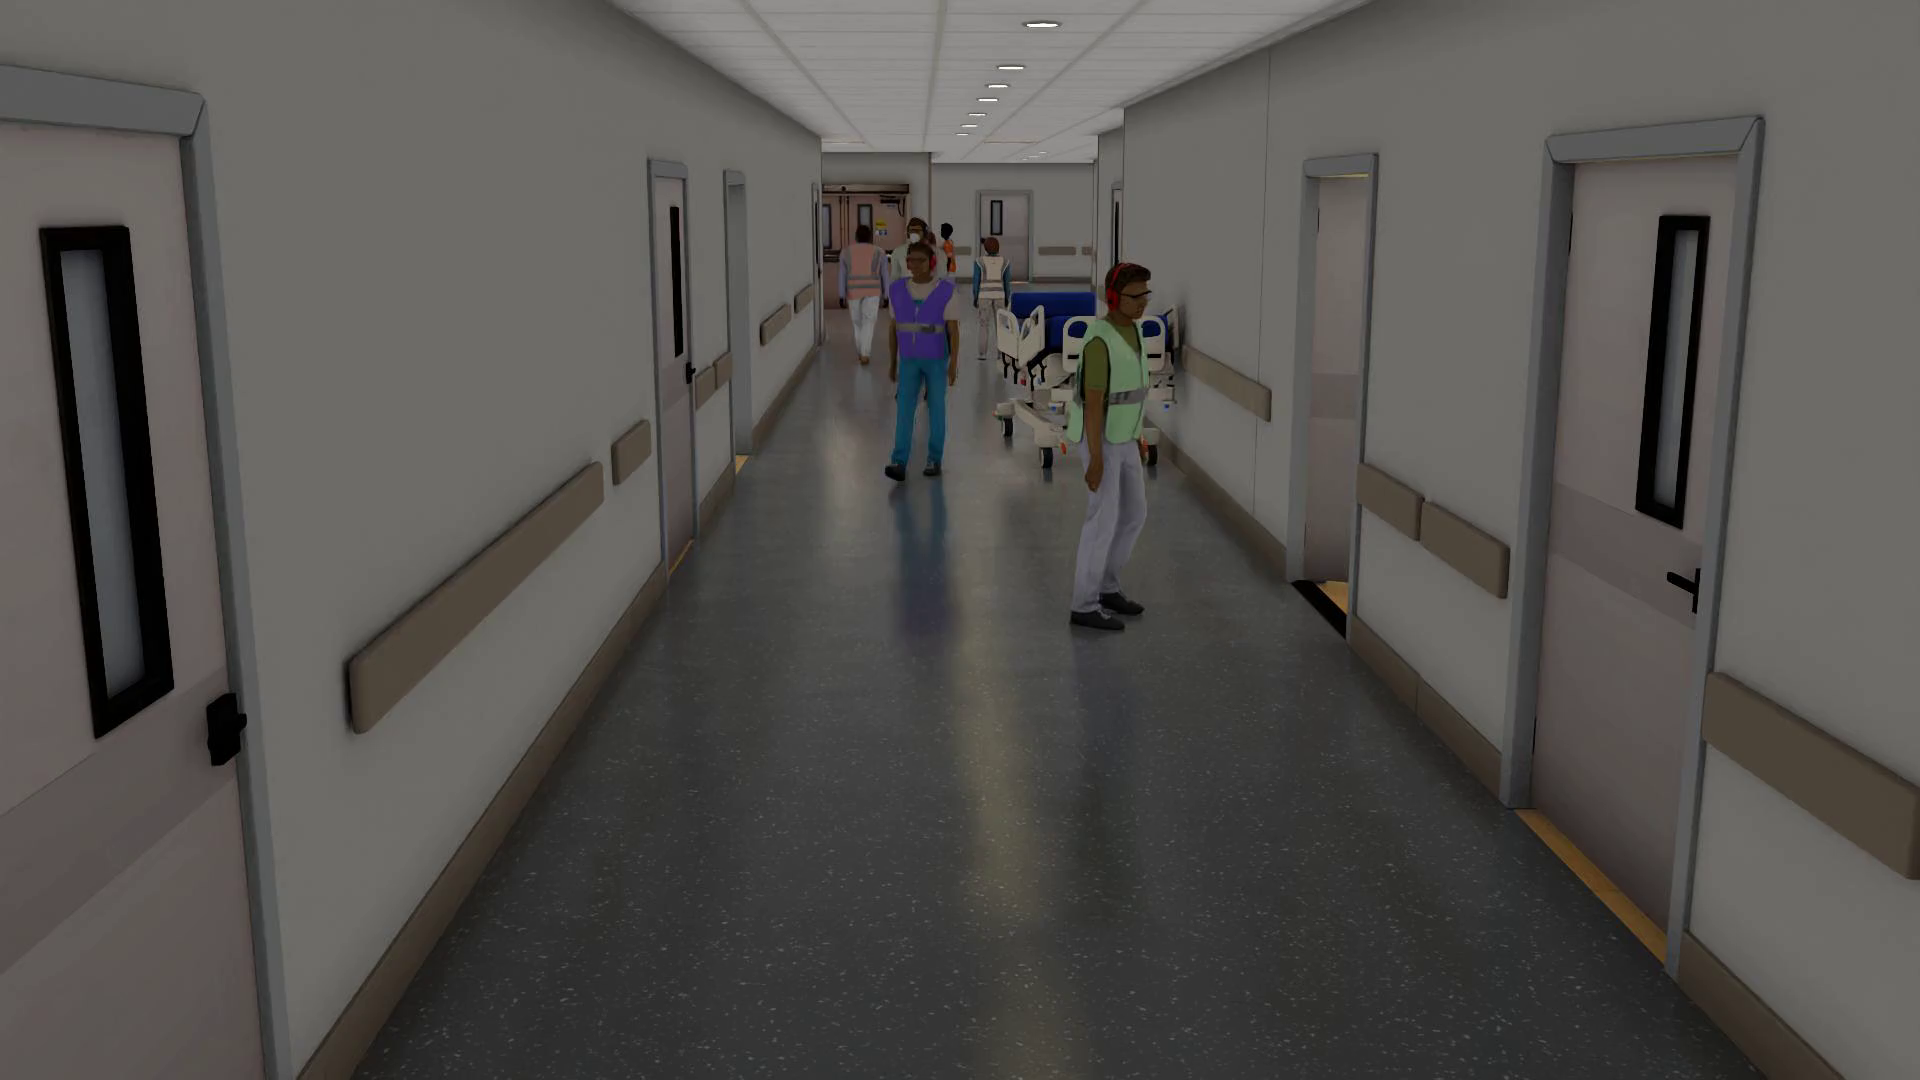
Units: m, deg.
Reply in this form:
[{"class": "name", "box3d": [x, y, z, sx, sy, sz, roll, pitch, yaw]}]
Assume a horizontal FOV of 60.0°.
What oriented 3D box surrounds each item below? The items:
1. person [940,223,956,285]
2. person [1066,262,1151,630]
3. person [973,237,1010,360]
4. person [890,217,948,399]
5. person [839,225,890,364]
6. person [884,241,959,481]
[{"class": "person", "box3d": [-0.230, -4.852, 29.979, 0.321, 1.697, 0.529, 0, 12, -1]}, {"class": "person", "box3d": [0.749, -0.459, 8.264, 0.421, 1.824, 0.592, 6, 13, 25]}, {"class": "person", "box3d": [0.421, -3.205, 22.122, 0.509, 1.629, 0.315, -3, 12, -15]}, {"class": "person", "box3d": [-0.449, -2.472, 17.793, 0.630, 1.940, 0.372, 2, 12, 11]}, {"class": "person", "box3d": [-1.244, -3.207, 21.734, 0.645, 1.791, 0.986, 1, 12, 4]}, {"class": "person", "box3d": [-0.305, -1.333, 12.563, 0.598, 1.799, 0.925, 3, 12, 15]}]
